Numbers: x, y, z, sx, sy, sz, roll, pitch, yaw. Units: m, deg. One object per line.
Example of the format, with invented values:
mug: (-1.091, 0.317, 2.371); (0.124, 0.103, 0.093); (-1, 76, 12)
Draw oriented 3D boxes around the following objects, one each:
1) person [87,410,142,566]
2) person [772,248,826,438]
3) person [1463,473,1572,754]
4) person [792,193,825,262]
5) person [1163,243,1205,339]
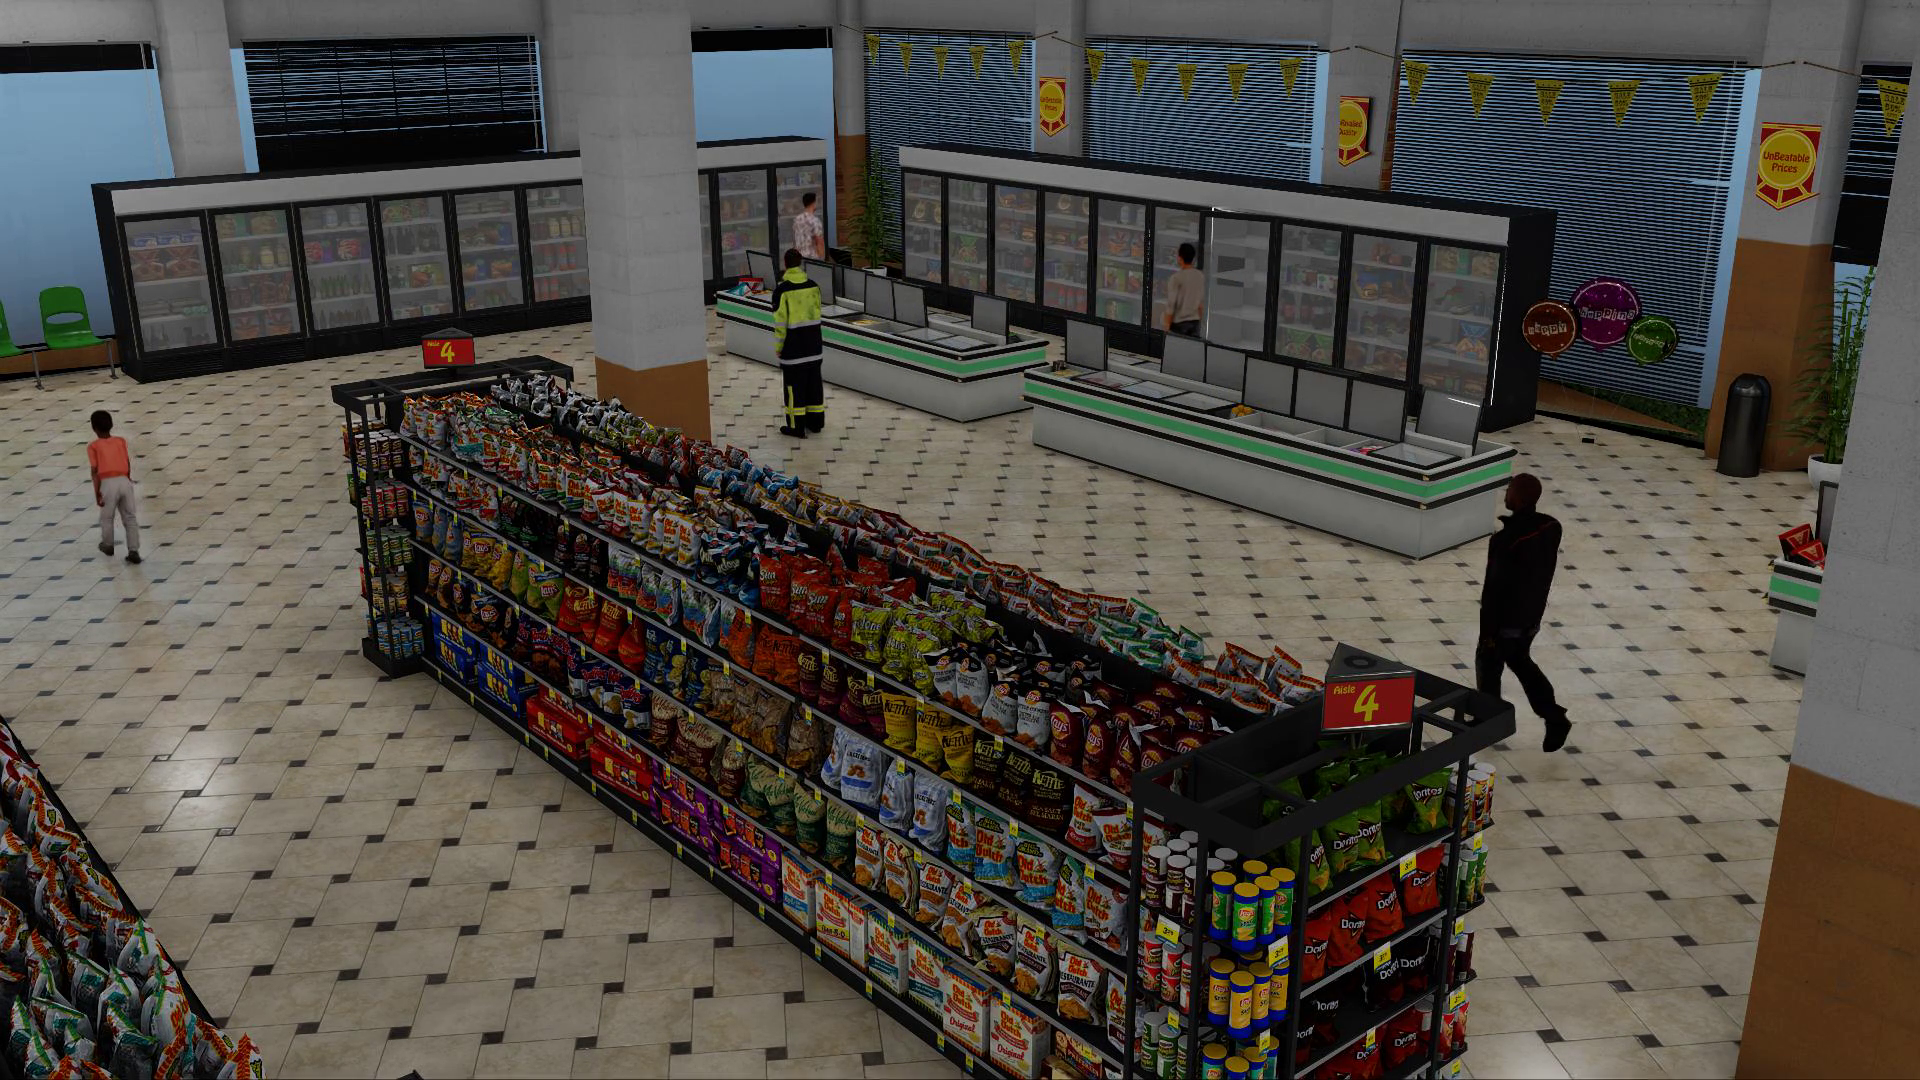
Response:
person: (-6.933, -0.412, 13.684); (0.493, 1.289, 0.791); (-15, 24, -38)
person: (-1.704, -2.092, 17.586); (0.768, 1.979, 0.636); (-17, 25, -40)
person: (3.483, 0.475, 10.239); (0.782, 1.809, 1.051); (-11, 22, -30)
person: (-2.169, -3.946, 23.370); (0.800, 1.798, 0.788); (16, 24, 39)
person: (2.581, -2.476, 18.992); (0.697, 1.809, 0.596); (-11, 21, -29)
